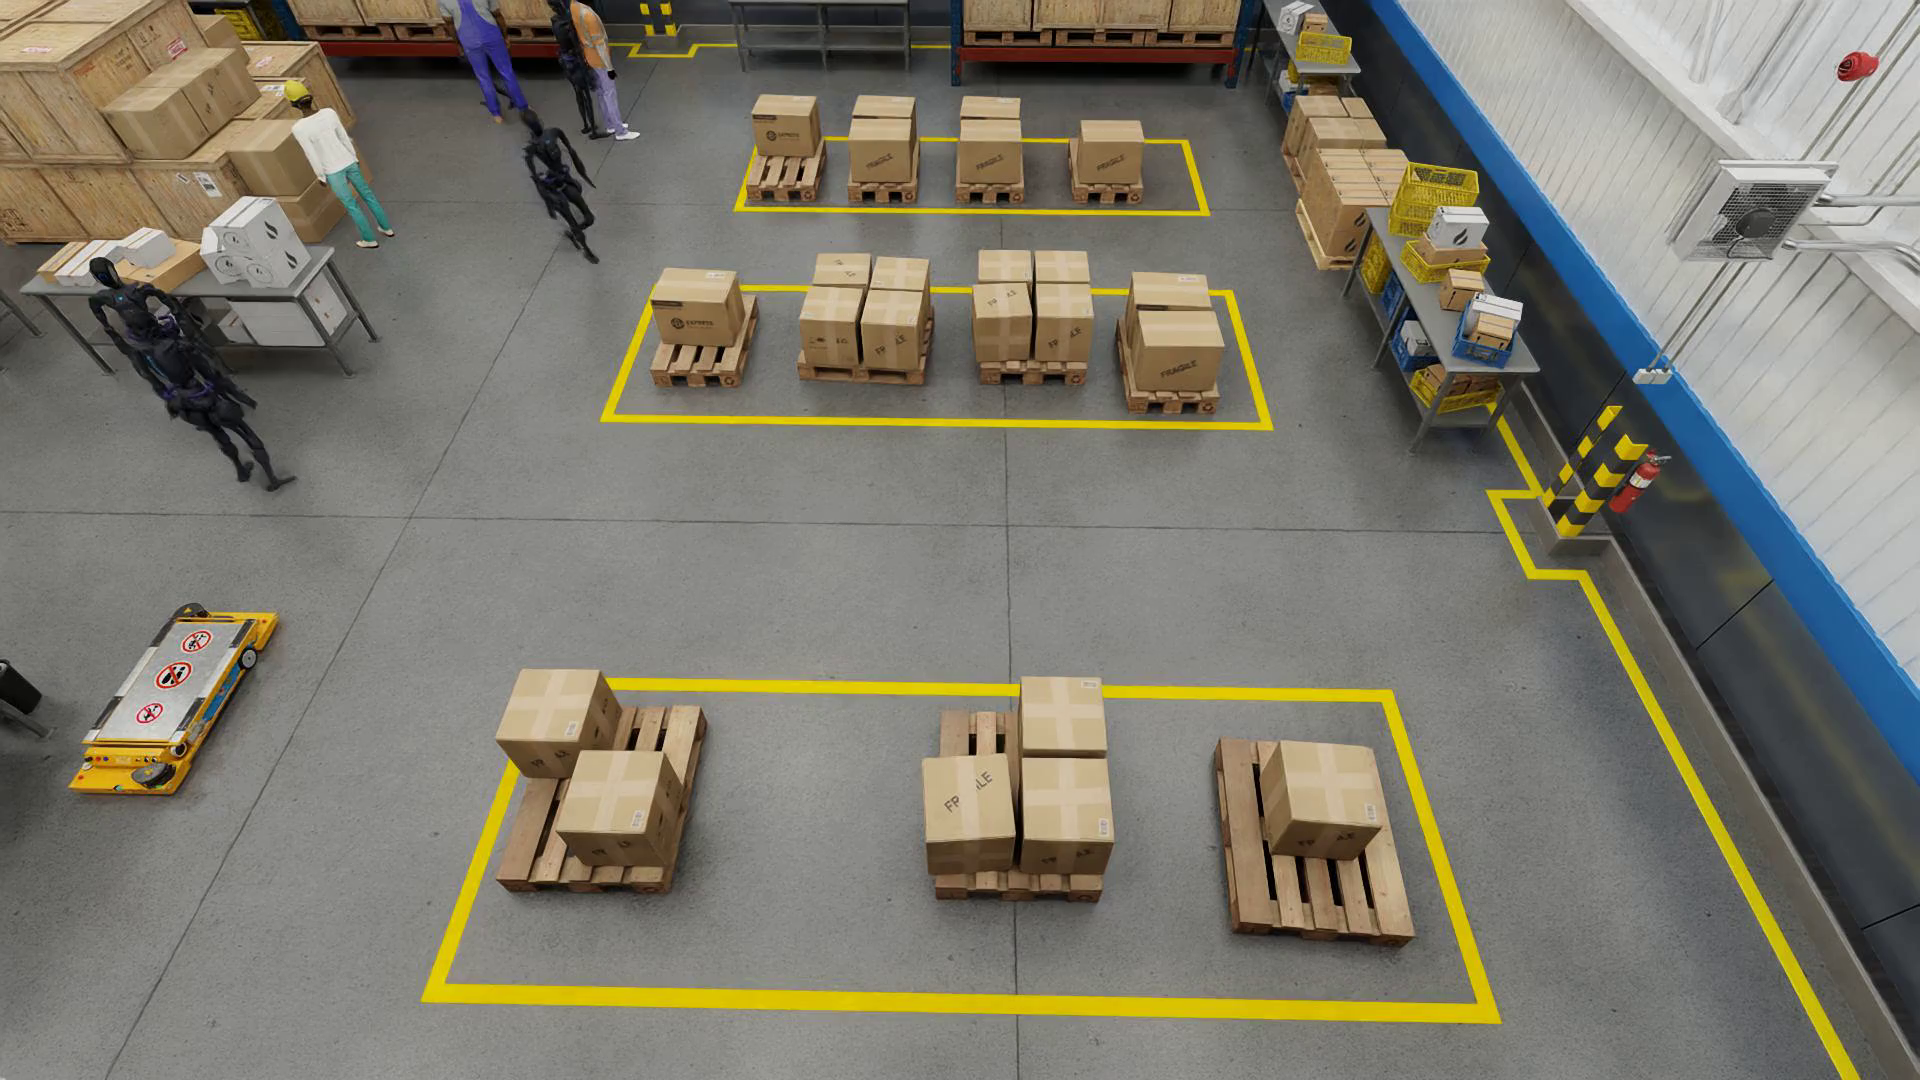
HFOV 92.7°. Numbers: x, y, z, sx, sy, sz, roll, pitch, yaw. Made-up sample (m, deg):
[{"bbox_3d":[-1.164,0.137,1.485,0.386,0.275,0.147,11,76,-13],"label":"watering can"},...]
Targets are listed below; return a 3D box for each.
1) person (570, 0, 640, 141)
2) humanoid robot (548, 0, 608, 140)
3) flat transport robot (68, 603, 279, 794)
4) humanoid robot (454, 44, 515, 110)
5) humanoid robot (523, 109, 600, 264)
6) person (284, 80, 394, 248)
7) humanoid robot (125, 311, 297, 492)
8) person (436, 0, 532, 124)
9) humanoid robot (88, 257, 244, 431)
[{"bbox_3d":[-4.445,-5.947,11.313,0.365,1.928,0.584,-31,56,-23],"label":"person"},{"bbox_3d":[-4.783,-5.881,11.417,0.353,1.652,0.602,-32,57,-24],"label":"humanoid robot"},{"bbox_3d":[-5.504,1.072,6.442,0.652,0.197,1.431,1,50,1],"label":"flat transport robot"},{"bbox_3d":[-6.286,-6.472,11.937,0.554,1.639,0.604,-8,50,-7],"label":"humanoid robot"},{"bbox_3d":[-4.157,-3.716,9.591,0.488,1.637,0.646,22,53,18],"label":"humanoid robot"},{"bbox_3d":[-6.624,-3.970,9.744,0.314,1.768,0.524,18,52,15],"label":"person"},{"bbox_3d":[-6.093,-1.085,7.368,0.750,1.638,0.514,1,50,1],"label":"humanoid robot"},{"bbox_3d":[-6.065,-6.376,11.603,0.685,2.000,0.536,-16,52,-13],"label":"person"},{"bbox_3d":[-6.817,-1.662,7.839,0.588,1.660,0.328,-24,54,-19],"label":"humanoid robot"}]
